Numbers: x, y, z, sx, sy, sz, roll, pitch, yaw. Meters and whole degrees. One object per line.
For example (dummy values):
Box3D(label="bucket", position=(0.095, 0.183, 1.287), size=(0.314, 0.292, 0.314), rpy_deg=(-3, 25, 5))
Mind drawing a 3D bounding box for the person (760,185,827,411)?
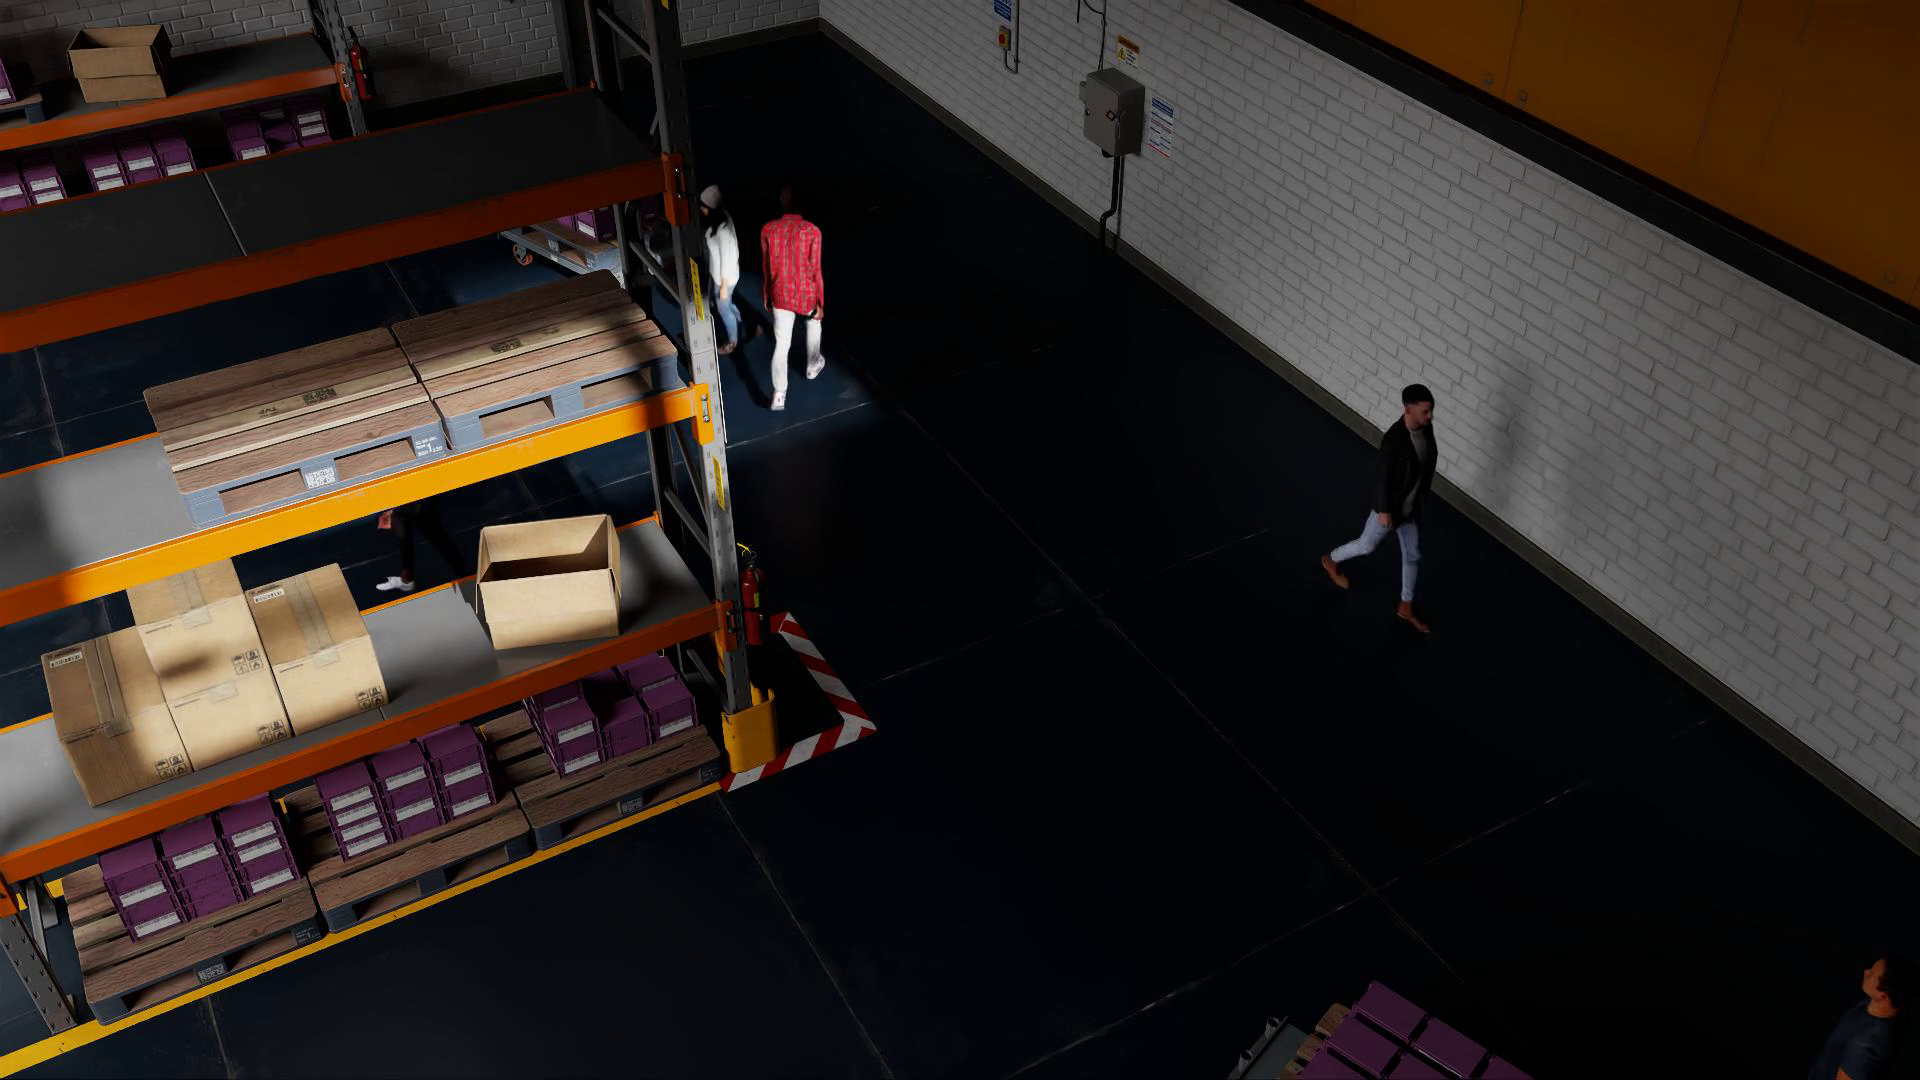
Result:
Box3D(label="person", position=(-1.320, -1.874, 13.101), size=(1.251, 1.783, 1.244), rpy_deg=(5, 39, 6))

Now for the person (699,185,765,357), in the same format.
Box3D(label="person", position=(-1.842, -2.181, 13.607), size=(0.763, 1.631, 0.710), rpy_deg=(-5, 39, -7))

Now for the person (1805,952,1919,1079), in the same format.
Box3D(label="person", position=(4.062, 2.559, 7.536), size=(0.832, 1.801, 0.736), rpy_deg=(28, 46, 31))

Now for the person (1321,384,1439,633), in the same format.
Box3D(label="person", position=(2.825, -0.275, 11.079), size=(1.127, 1.808, 0.859), rpy_deg=(-28, 46, -30))
